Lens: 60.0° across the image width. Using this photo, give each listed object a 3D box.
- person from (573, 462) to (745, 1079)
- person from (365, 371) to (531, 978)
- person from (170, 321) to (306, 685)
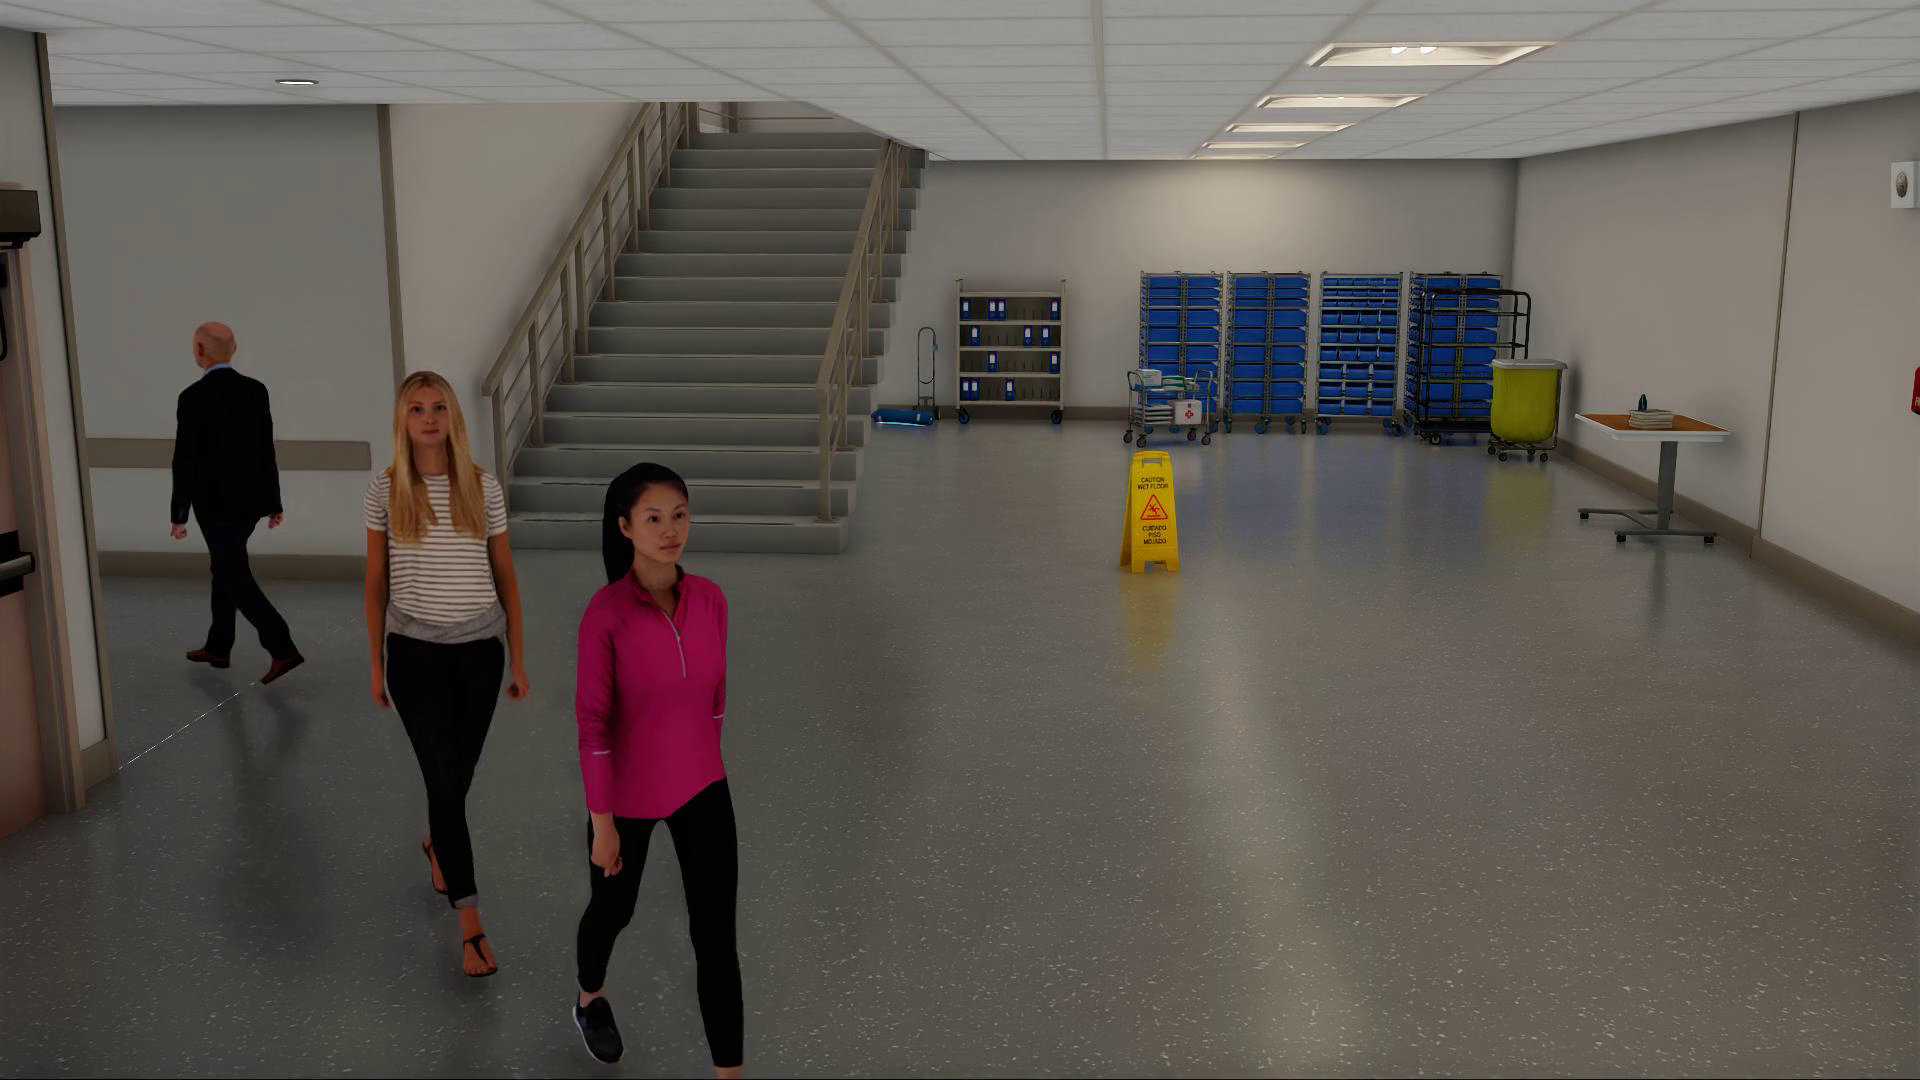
[{"bbox_3d":[-0.823,0.652,4.239,1.079,1.653,1.180,-8,13,-35],"label":"person"},{"bbox_3d":[-1.643,0.388,5.280,1.063,1.784,1.266,-6,12,-28],"label":"person"},{"bbox_3d":[-3.543,-0.157,8.178,1.053,1.774,1.201,6,12,27],"label":"person"}]
